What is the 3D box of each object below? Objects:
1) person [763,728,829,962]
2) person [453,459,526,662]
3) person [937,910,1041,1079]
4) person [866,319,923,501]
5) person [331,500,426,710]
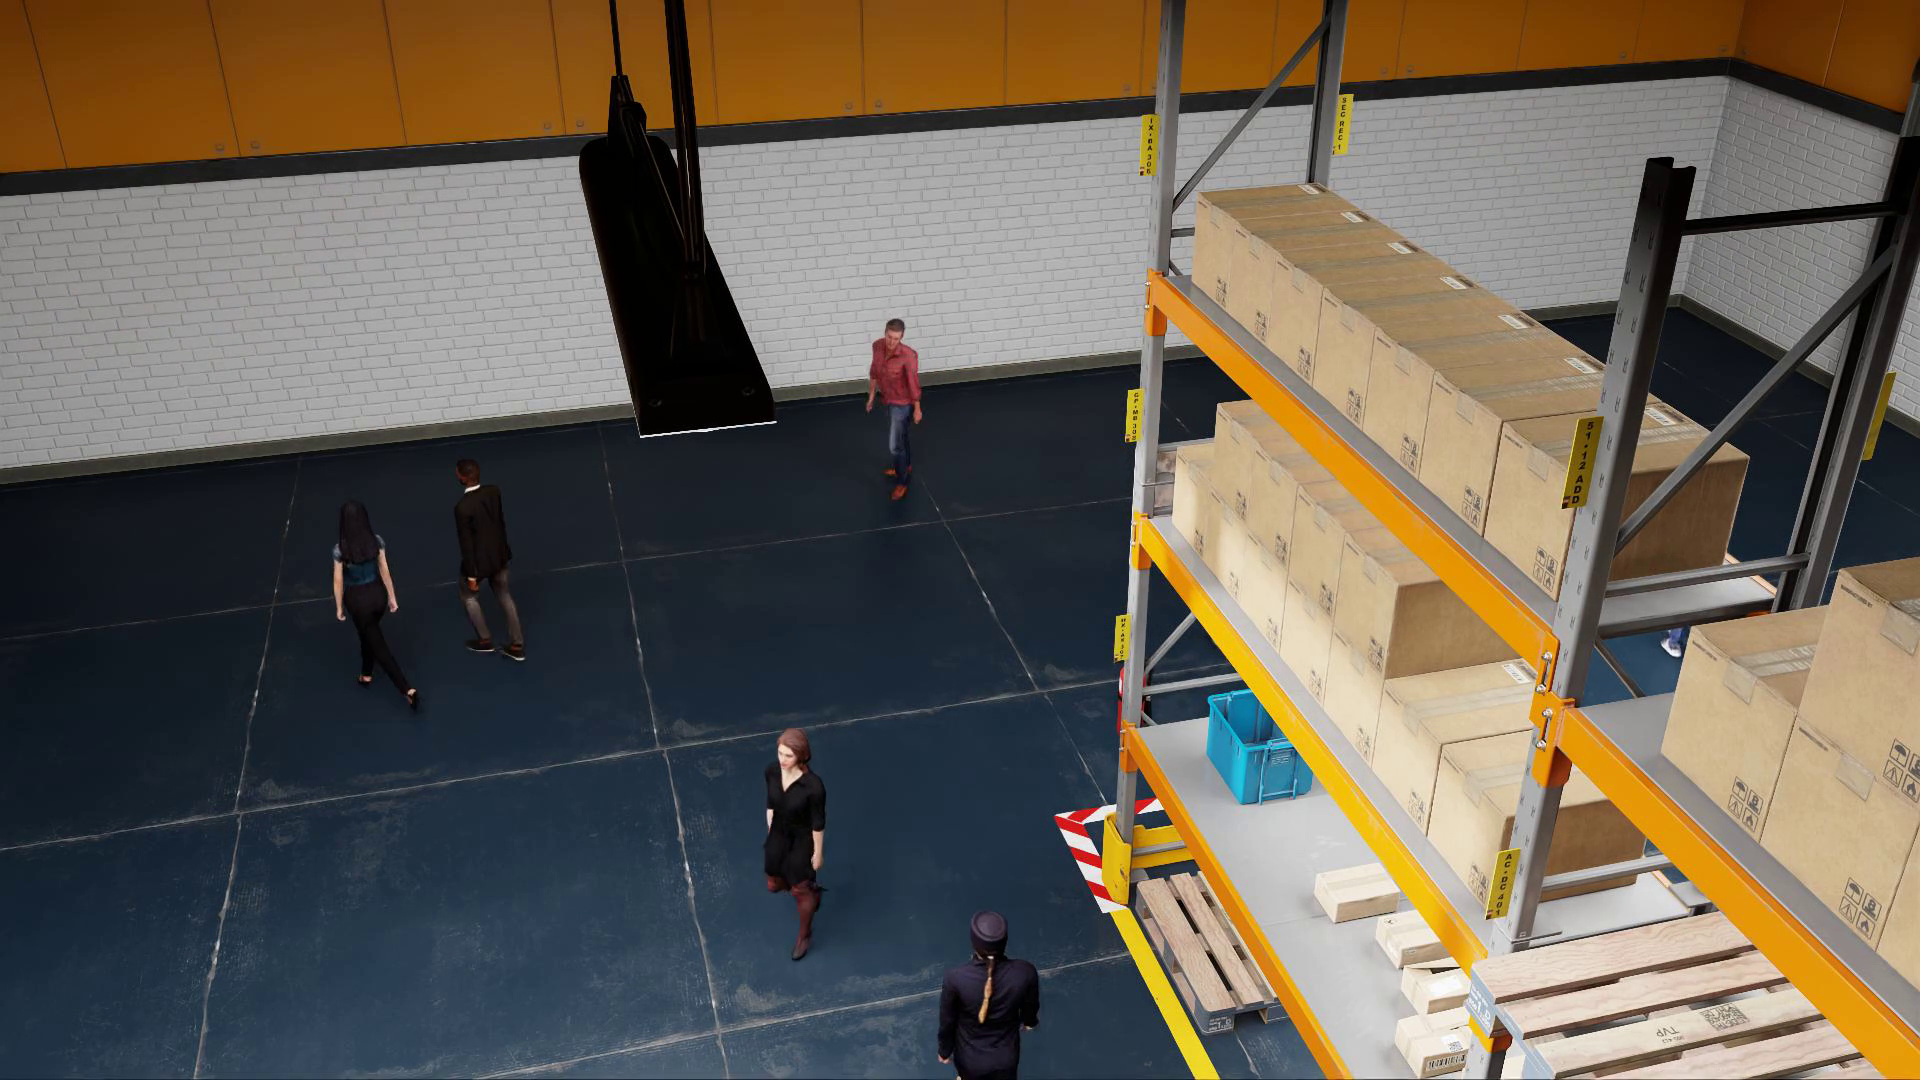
[{"bbox_3d":[-0.972,1.834,10.291,0.801,1.690,0.859,16,33,27],"label":"person"},{"bbox_3d":[-3.689,0.197,13.195,0.980,1.783,0.920,16,32,27],"label":"person"},{"bbox_3d":[0.150,2.725,8.706,0.794,1.643,0.992,-4,29,-7],"label":"person"},{"bbox_3d":[-0.590,-1.337,16.001,1.057,1.788,1.011,-20,34,-32],"label":"person"},{"bbox_3d":[-4.448,0.556,12.639,1.141,1.685,0.941,23,36,36],"label":"person"}]
